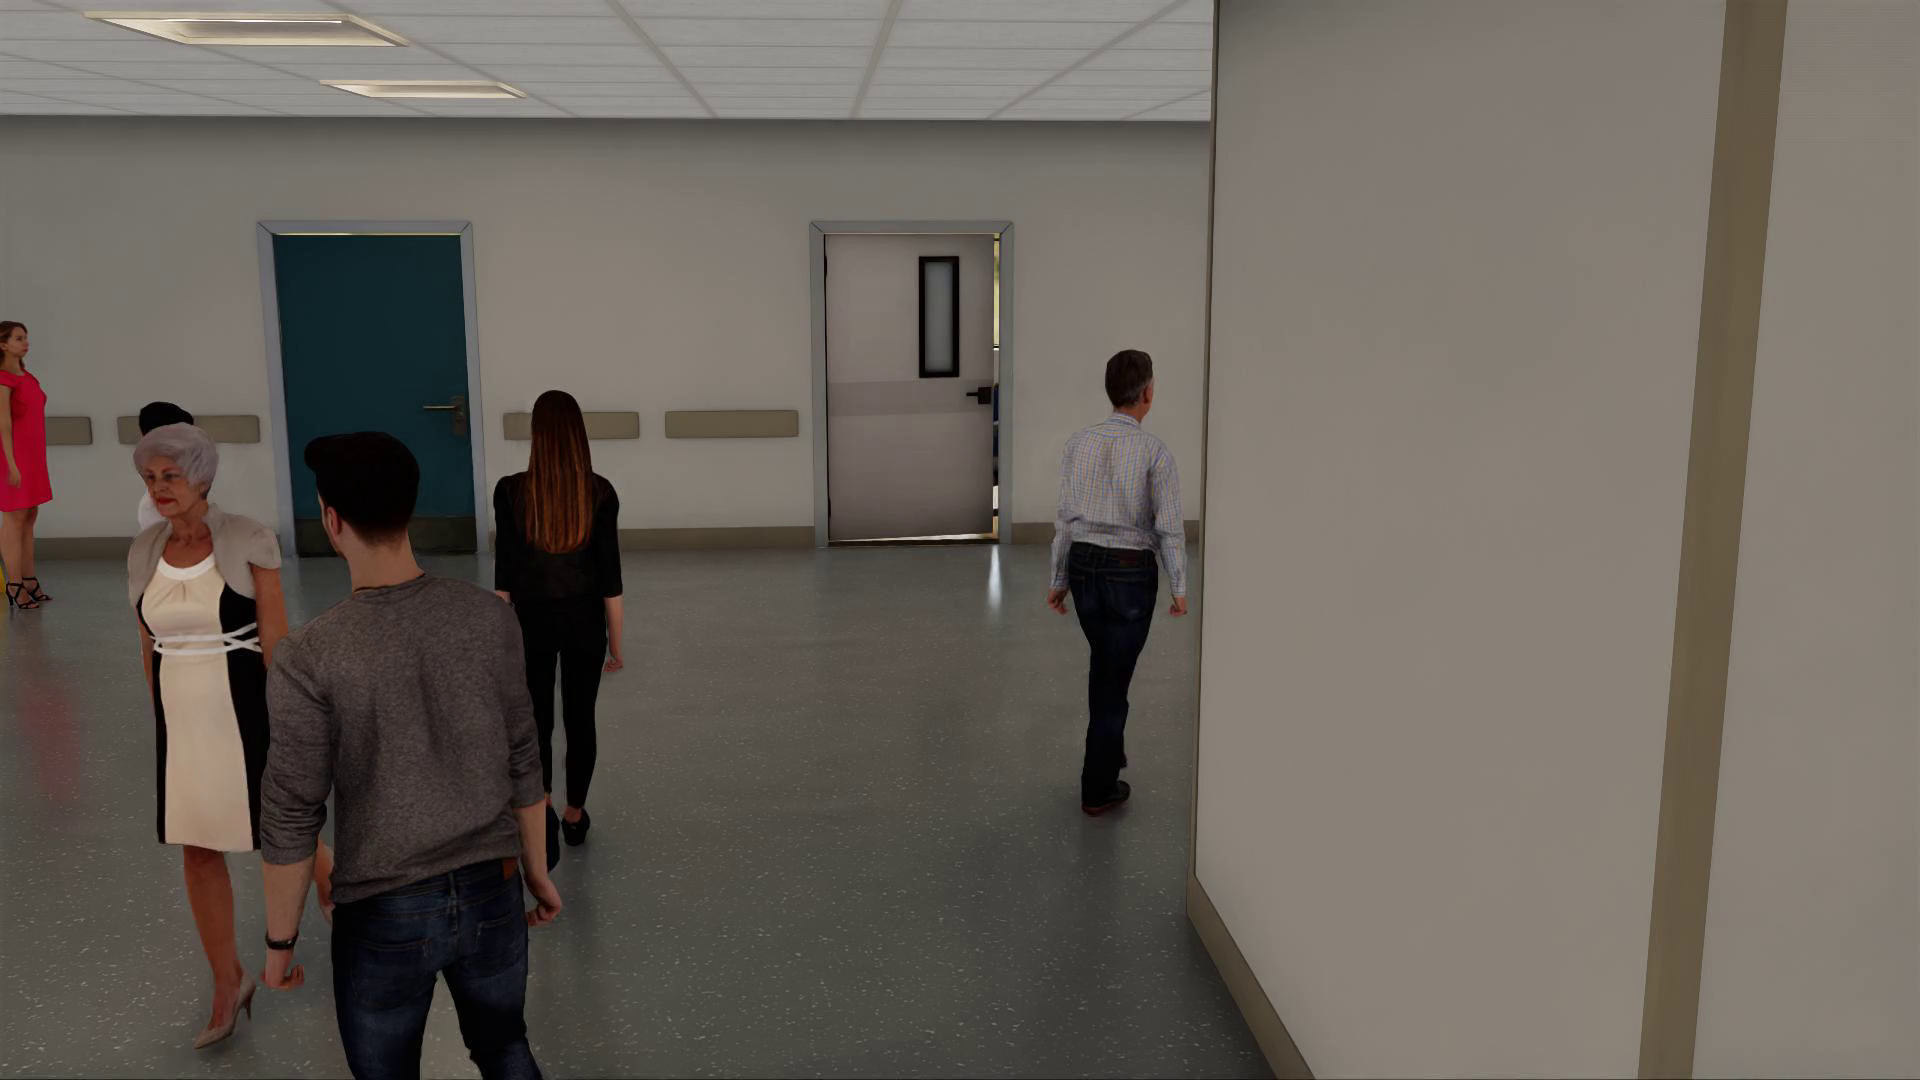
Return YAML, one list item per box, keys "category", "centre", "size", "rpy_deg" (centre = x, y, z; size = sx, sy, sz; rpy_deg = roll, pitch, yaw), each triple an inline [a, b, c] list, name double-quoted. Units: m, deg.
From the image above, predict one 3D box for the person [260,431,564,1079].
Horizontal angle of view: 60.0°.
- category: "person"
  centre: [-1.023, 0.733, 3.276]
  size: [0.959, 1.897, 1.018]
  rpy_deg: [-9, 14, -38]

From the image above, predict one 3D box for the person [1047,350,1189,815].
- category: "person"
  centre: [0.555, 0.178, 6.463]
  size: [0.911, 1.801, 0.966]
  rpy_deg: [7, 13, 32]

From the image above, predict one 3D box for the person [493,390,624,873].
- category: "person"
  centre: [-1.434, 0.341, 5.888]
  size: [0.934, 1.695, 0.733]
  rpy_deg: [-2, 11, -10]

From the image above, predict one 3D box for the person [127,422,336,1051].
- category: "person"
  centre: [-2.063, 0.529, 4.806]
  size: [0.982, 1.727, 0.829]
  rpy_deg: [0, 11, 1]

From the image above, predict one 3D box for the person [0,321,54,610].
- category: "person"
  centre: [-5.701, -0.467, 10.055]
  size: [0.525, 1.728, 0.560]
  rpy_deg: [-1, 11, -6]

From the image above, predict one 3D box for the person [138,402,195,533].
- category: "person"
  centre: [-3.337, 0.173, 7.157]
  size: [0.550, 1.552, 0.582]
  rpy_deg: [-2, 11, -12]
